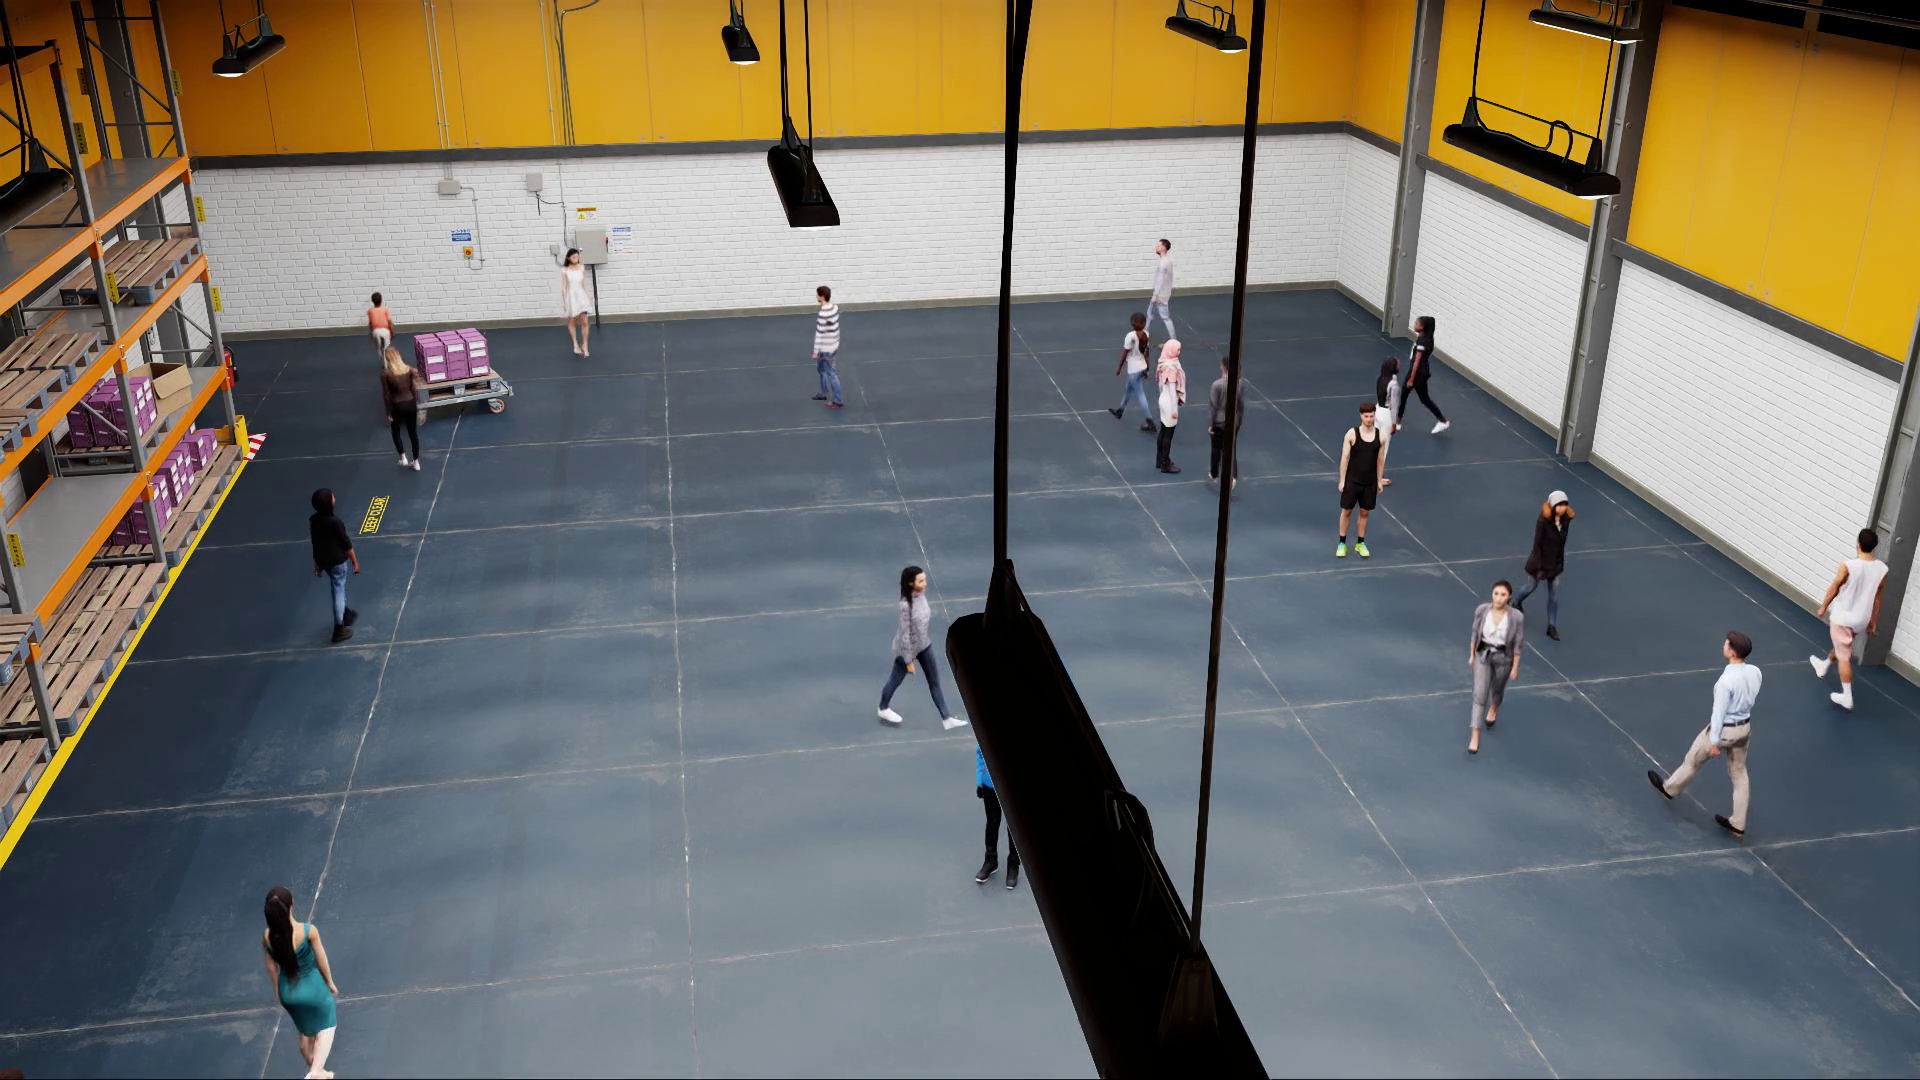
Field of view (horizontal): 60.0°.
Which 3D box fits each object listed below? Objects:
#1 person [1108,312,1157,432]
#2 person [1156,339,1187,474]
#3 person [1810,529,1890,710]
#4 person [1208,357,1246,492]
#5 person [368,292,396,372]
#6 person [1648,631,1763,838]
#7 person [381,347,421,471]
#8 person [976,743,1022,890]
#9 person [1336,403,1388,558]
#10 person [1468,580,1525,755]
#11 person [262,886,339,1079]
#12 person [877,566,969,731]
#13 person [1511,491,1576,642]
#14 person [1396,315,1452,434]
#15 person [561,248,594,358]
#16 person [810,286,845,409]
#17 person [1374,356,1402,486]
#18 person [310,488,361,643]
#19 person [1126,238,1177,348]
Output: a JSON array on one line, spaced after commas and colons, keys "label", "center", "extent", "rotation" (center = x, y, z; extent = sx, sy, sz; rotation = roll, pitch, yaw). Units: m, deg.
[{"label": "person", "center": [2.559, -2.335, 23.532], "extent": [1.198, 1.666, 1.040], "rotation": [20, 31, 38]}, {"label": "person", "center": [2.772, -1.787, 22.107], "extent": [0.678, 1.804, 0.513], "rotation": [-4, 24, -10]}, {"label": "person", "center": [8.731, 0.812, 16.255], "extent": [0.709, 1.729, 1.179], "rotation": [-2, 24, -4]}, {"label": "person", "center": [3.453, -1.471, 21.462], "extent": [0.664, 1.742, 1.049], "rotation": [-4, 24, -9]}, {"label": "person", "center": [-9.057, -3.204, 25.987], "extent": [0.528, 1.293, 0.766], "rotation": [-3, 24, -6]}, {"label": "person", "center": [6.601, 1.691, 14.156], "extent": [0.852, 1.801, 1.230], "rotation": [-10, 25, -21]}, {"label": "person", "center": [-7.372, -1.714, 22.089], "extent": [0.741, 1.686, 0.773], "rotation": [-16, 28, -32]}, {"label": "person", "center": [0.353, 1.989, 13.478], "extent": [0.693, 1.796, 0.694], "rotation": [9, 25, 19]}, {"label": "person", "center": [4.714, -0.720, 19.558], "extent": [0.713, 1.891, 0.639], "rotation": [0, 24, 1]}, {"label": "person", "center": [5.043, 1.135, 15.642], "extent": [1.020, 1.629, 1.175], "rotation": [11, 26, 24]}, {"label": "person", "center": [-4.419, 3.086, 11.125], "extent": [0.623, 1.672, 0.731], "rotation": [0, 24, -1]}, {"label": "person", "center": [-0.531, 1.042, 15.793], "extent": [1.168, 1.678, 1.187], "rotation": [12, 26, 26]}, {"label": "person", "center": [6.210, 0.216, 17.768], "extent": [0.667, 1.609, 1.025], "rotation": [-6, 24, -13]}, {"label": "person", "center": [6.544, -2.282, 23.384], "extent": [0.963, 1.688, 1.191], "rotation": [4, 24, 9]}, {"label": "person", "center": [-6.262, -3.853, 26.896], "extent": [0.764, 1.754, 0.888], "rotation": [-12, 26, -25]}, {"label": "person", "center": [-1.840, -2.817, 24.431], "extent": [0.934, 1.831, 0.907], "rotation": [7, 25, 16]}, {"label": "person", "center": [5.545, -1.579, 21.735], "extent": [0.641, 1.722, 0.441], "rotation": [-4, 24, -9]}, {"label": "person", "center": [-6.646, 0.291, 17.504], "extent": [0.787, 1.683, 0.924], "rotation": [7, 24, 15]}, {"label": "person", "center": [3.377, -3.990, 27.149], "extent": [1.024, 1.802, 1.137], "rotation": [5, 24, 10]}]
